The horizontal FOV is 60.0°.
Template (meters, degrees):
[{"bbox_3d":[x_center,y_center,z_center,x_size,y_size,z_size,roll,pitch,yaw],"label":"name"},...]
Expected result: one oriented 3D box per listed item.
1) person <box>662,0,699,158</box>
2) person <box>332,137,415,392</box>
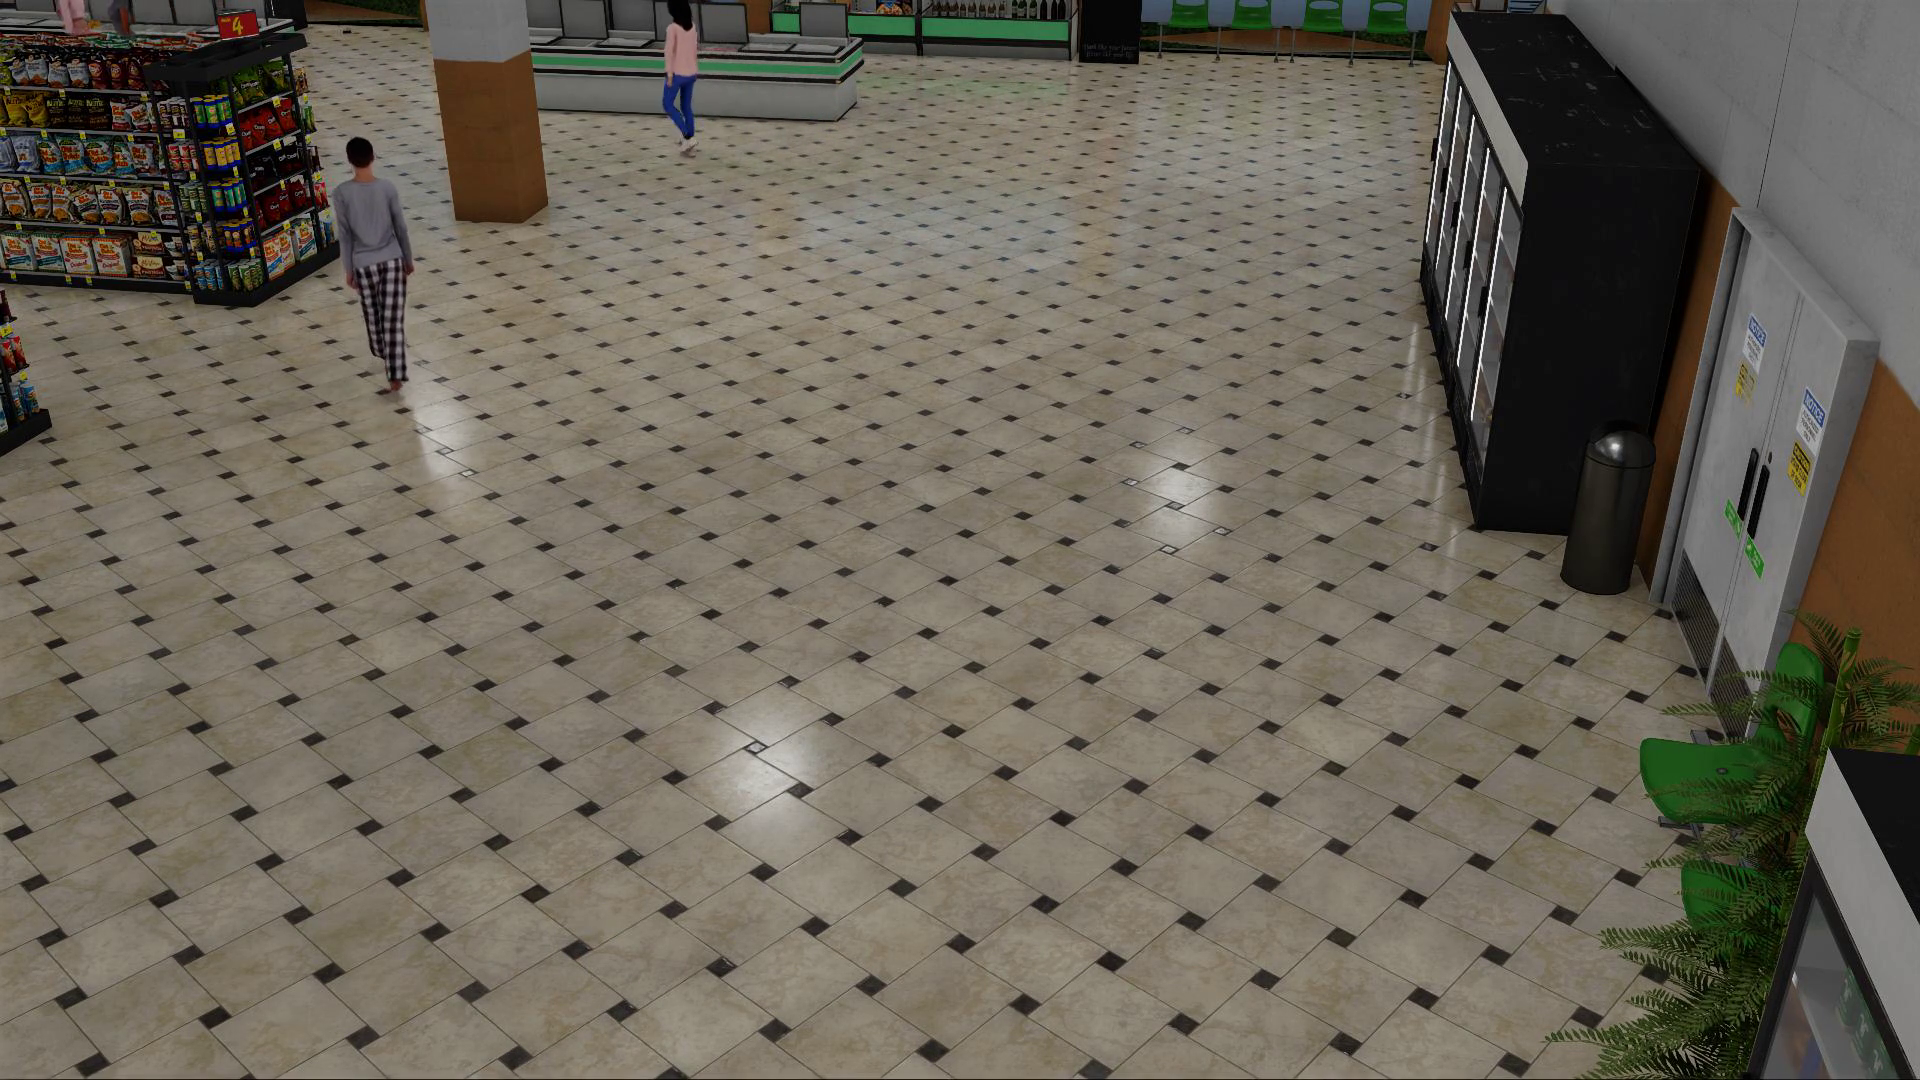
[{"bbox_3d":[-3.003,-5.100,18.361,0.805,1.749,0.780,18,32,32],"label":"person"},{"bbox_3d":[-4.229,-1.955,12.110,1.203,1.794,1.096,-9,28,-18],"label":"person"}]
